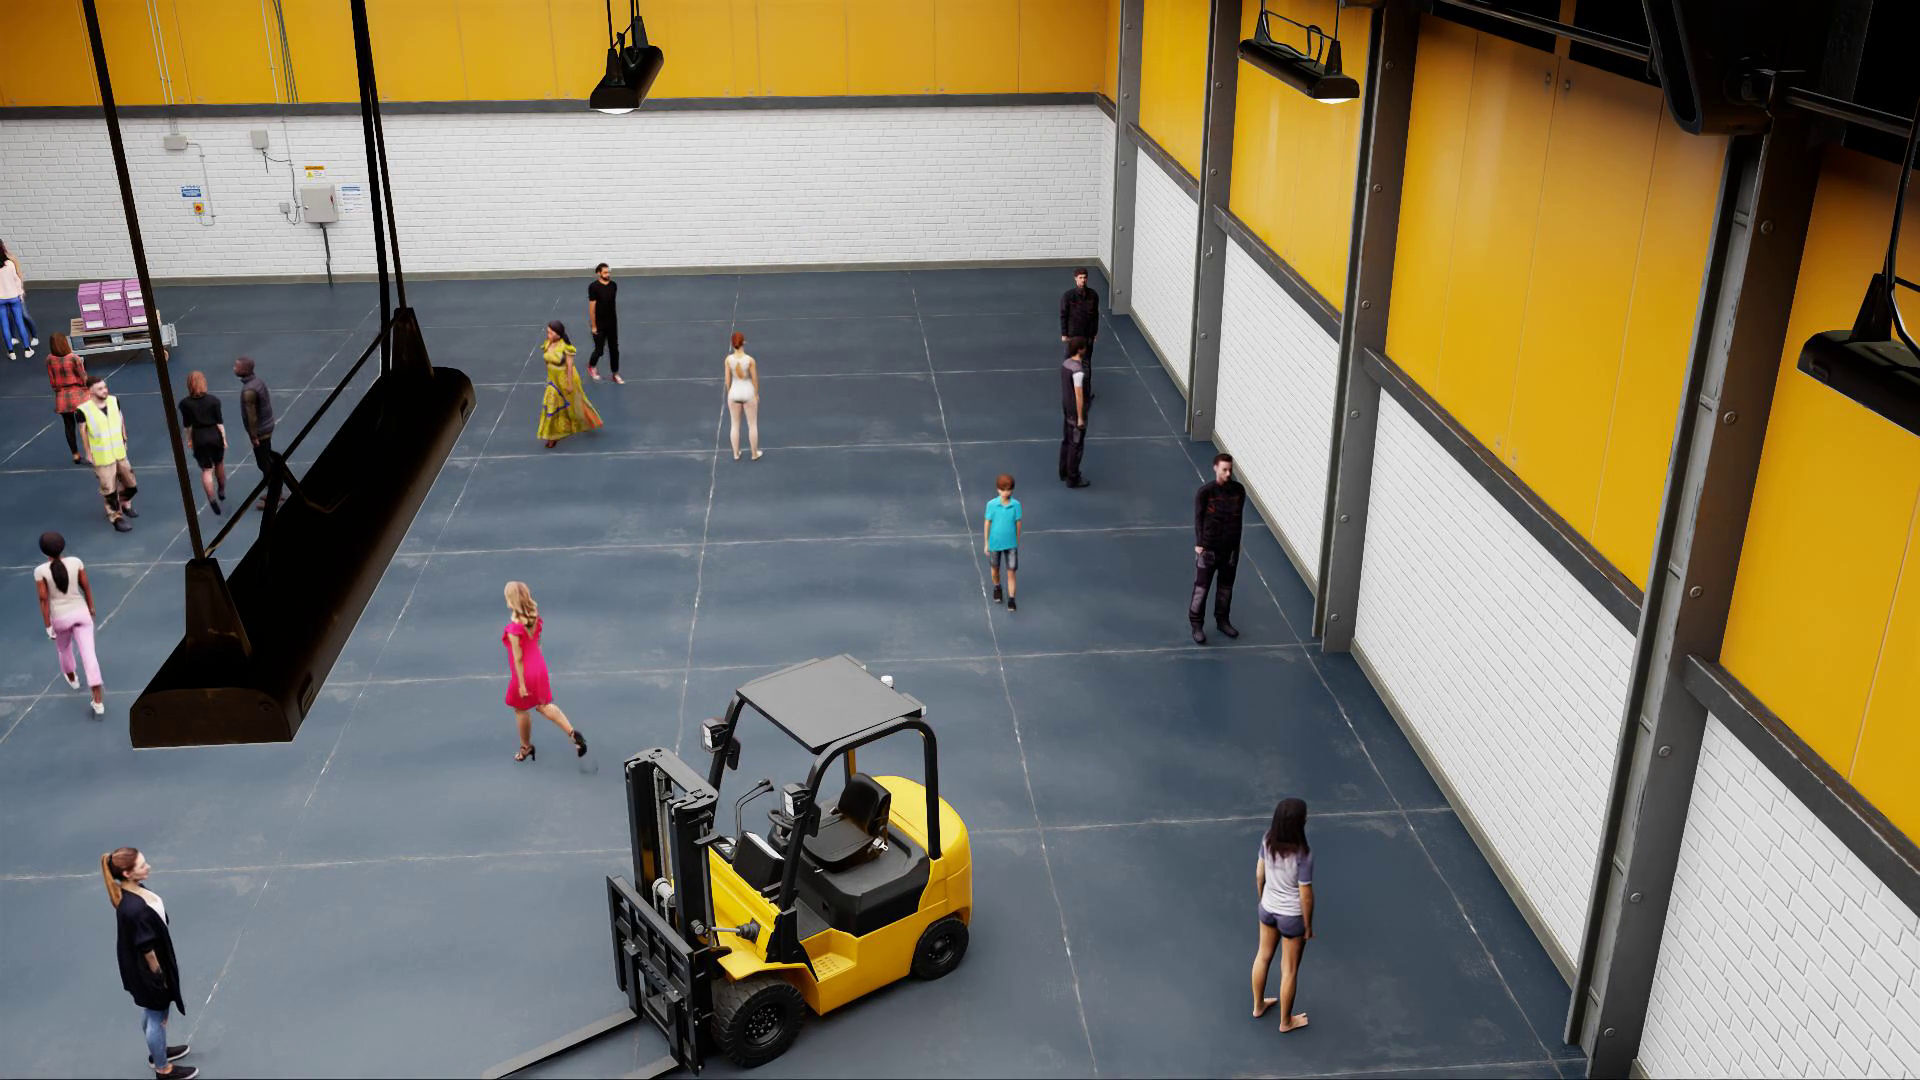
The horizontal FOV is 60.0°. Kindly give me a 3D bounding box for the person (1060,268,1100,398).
[{"bbox_3d":[1.651,-2.861,22.997,0.763,1.839,0.650,-7,25,-16],"label":"person"}]

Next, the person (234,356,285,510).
[{"bbox_3d":[-8.150,-1.267,19.353,0.782,1.835,0.557,-5,24,-12],"label":"person"}]

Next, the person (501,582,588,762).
[{"bbox_3d":[-3.541,1.156,13.978,0.885,1.703,0.973,9,25,19],"label":"person"}]

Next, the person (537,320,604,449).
[{"bbox_3d":[-5.050,-2.035,21.379,1.158,1.621,1.431,9,25,21],"label":"person"}]

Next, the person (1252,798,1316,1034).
[{"bbox_3d":[2.138,2.453,10.972,0.722,1.734,0.629,-19,30,-37],"label":"person"}]

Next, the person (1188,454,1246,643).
[{"bbox_3d":[2.517,0.054,16.228,0.742,1.918,0.680,-8,25,-17],"label":"person"}]

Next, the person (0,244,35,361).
[{"bbox_3d":[-14.161,-3.566,24.696,0.714,1.770,0.683,-12,26,-25],"label":"person"}]

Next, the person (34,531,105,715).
[{"bbox_3d":[-7.926,0.766,14.887,1.012,1.688,1.198,-18,29,-35],"label":"person"}]

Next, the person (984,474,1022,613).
[{"bbox_3d":[0.423,-0.010,16.998,0.571,1.419,0.906,0,24,1],"label":"person"}]

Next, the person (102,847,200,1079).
[{"bbox_3d":[-5.148,2.675,10.528,0.776,1.683,0.651,-14,27,-28],"label":"person"}]

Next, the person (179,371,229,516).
[{"bbox_3d":[-8.655,-1.075,19.122,0.811,1.670,1.149,-9,25,-21],"label":"person"}]

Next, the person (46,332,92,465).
[{"bbox_3d":[-11.039,-1.773,20.680,0.607,1.700,0.543,-1,24,-3],"label":"person"}]

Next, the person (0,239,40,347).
[{"bbox_3d":[-14.413,-3.783,25.274,0.602,1.705,0.531,-3,24,-7],"label":"person"}]

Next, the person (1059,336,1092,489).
[{"bbox_3d":[1.364,-1.550,19.986,0.746,1.848,0.547,-6,24,-13],"label":"person"}]

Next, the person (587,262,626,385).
[{"bbox_3d":[-5.094,-3.094,23.640,1.025,1.750,0.938,20,31,38],"label":"person"}]

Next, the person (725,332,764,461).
[{"bbox_3d":[-2.726,-1.798,20.809,0.588,1.644,0.521,2,24,5],"label":"person"}]

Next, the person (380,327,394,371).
[{"bbox_3d":[-7.096,-1.767,20.609,0.990,1.747,1.202,-11,26,-24],"label":"person"}]

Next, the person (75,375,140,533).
[{"bbox_3d":[-9.642,-0.992,18.726,0.934,1.834,0.867,15,28,30],"label":"person"}]
